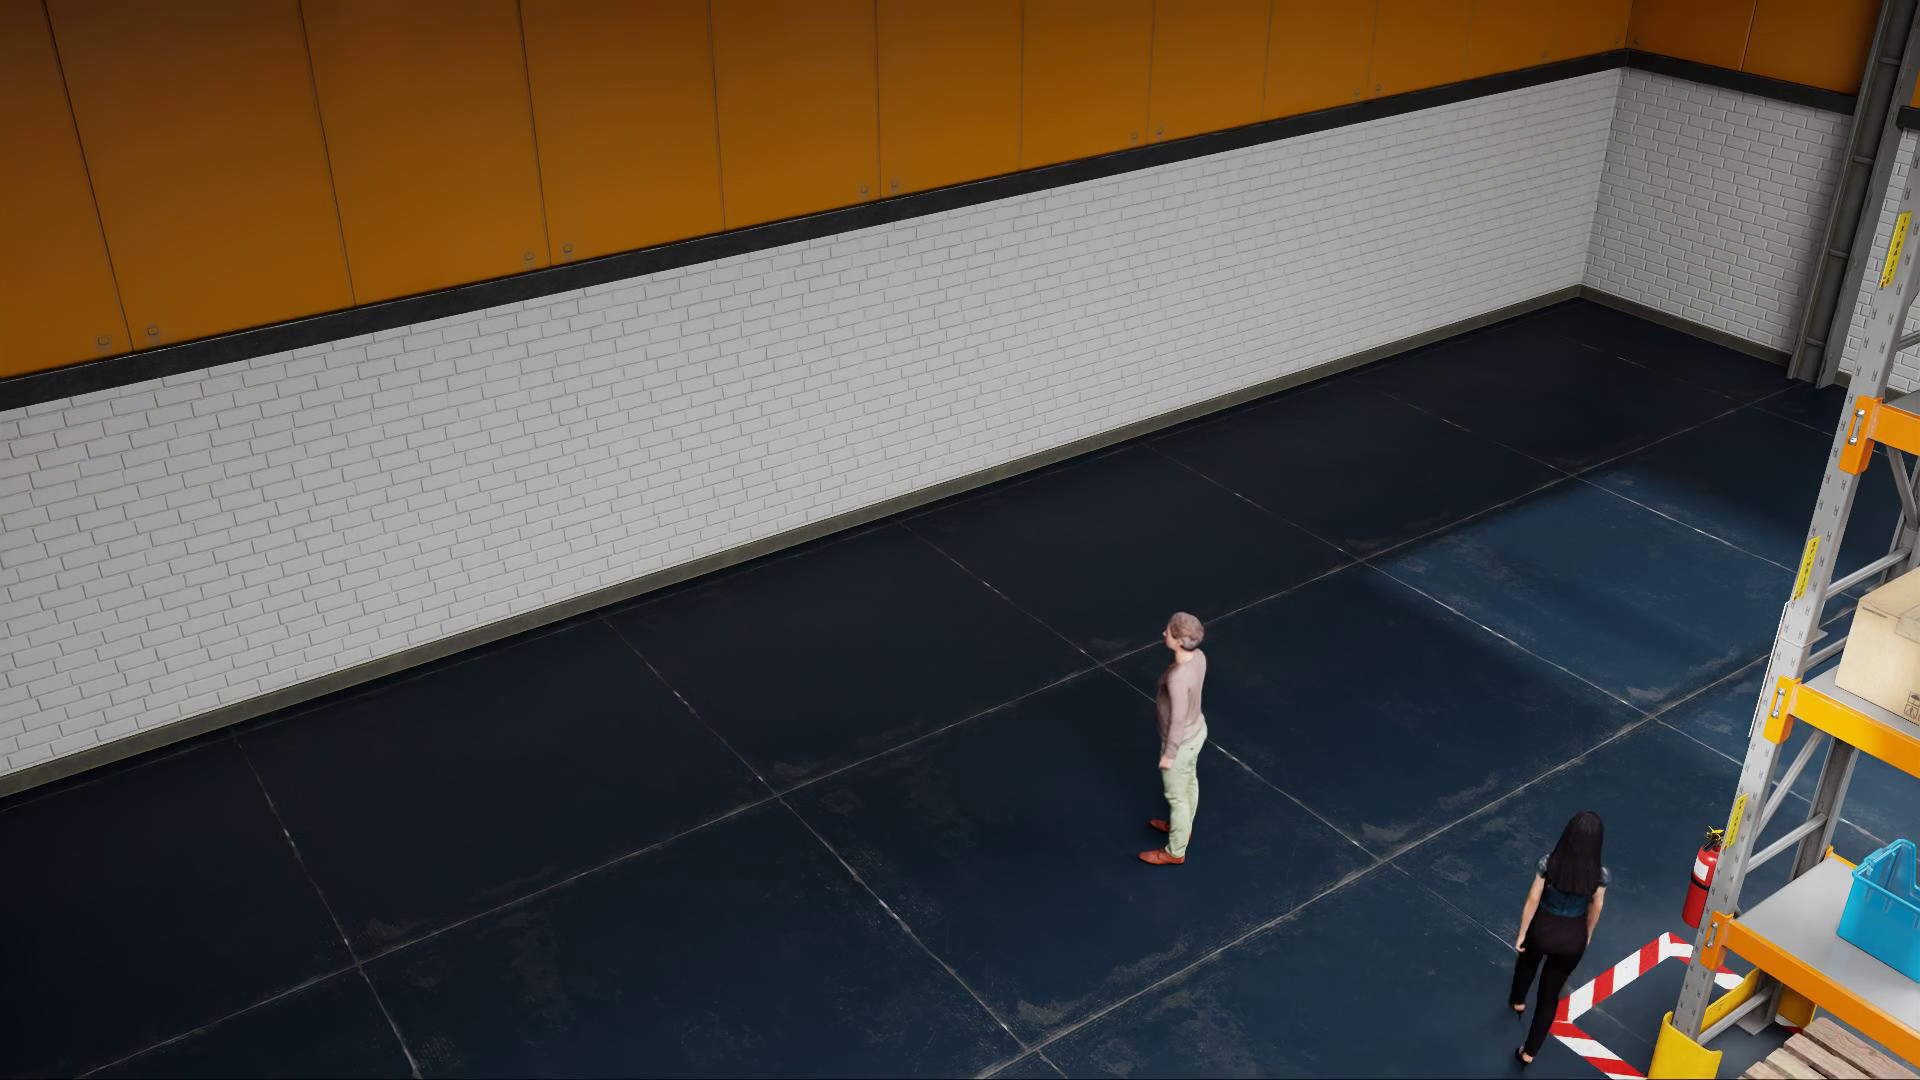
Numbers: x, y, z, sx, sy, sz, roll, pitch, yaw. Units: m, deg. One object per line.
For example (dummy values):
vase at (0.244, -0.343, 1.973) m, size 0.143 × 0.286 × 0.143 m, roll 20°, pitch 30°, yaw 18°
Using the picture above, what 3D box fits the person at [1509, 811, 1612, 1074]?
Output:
person at (3.329, 2.295, 9.282) m, size 0.897 × 1.711 × 0.930 m, roll 7°, pitch 29°, yaw 12°

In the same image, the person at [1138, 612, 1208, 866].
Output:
person at (1.452, 1.302, 10.932) m, size 0.803 × 1.875 × 0.779 m, roll 10°, pitch 30°, yaw 18°
